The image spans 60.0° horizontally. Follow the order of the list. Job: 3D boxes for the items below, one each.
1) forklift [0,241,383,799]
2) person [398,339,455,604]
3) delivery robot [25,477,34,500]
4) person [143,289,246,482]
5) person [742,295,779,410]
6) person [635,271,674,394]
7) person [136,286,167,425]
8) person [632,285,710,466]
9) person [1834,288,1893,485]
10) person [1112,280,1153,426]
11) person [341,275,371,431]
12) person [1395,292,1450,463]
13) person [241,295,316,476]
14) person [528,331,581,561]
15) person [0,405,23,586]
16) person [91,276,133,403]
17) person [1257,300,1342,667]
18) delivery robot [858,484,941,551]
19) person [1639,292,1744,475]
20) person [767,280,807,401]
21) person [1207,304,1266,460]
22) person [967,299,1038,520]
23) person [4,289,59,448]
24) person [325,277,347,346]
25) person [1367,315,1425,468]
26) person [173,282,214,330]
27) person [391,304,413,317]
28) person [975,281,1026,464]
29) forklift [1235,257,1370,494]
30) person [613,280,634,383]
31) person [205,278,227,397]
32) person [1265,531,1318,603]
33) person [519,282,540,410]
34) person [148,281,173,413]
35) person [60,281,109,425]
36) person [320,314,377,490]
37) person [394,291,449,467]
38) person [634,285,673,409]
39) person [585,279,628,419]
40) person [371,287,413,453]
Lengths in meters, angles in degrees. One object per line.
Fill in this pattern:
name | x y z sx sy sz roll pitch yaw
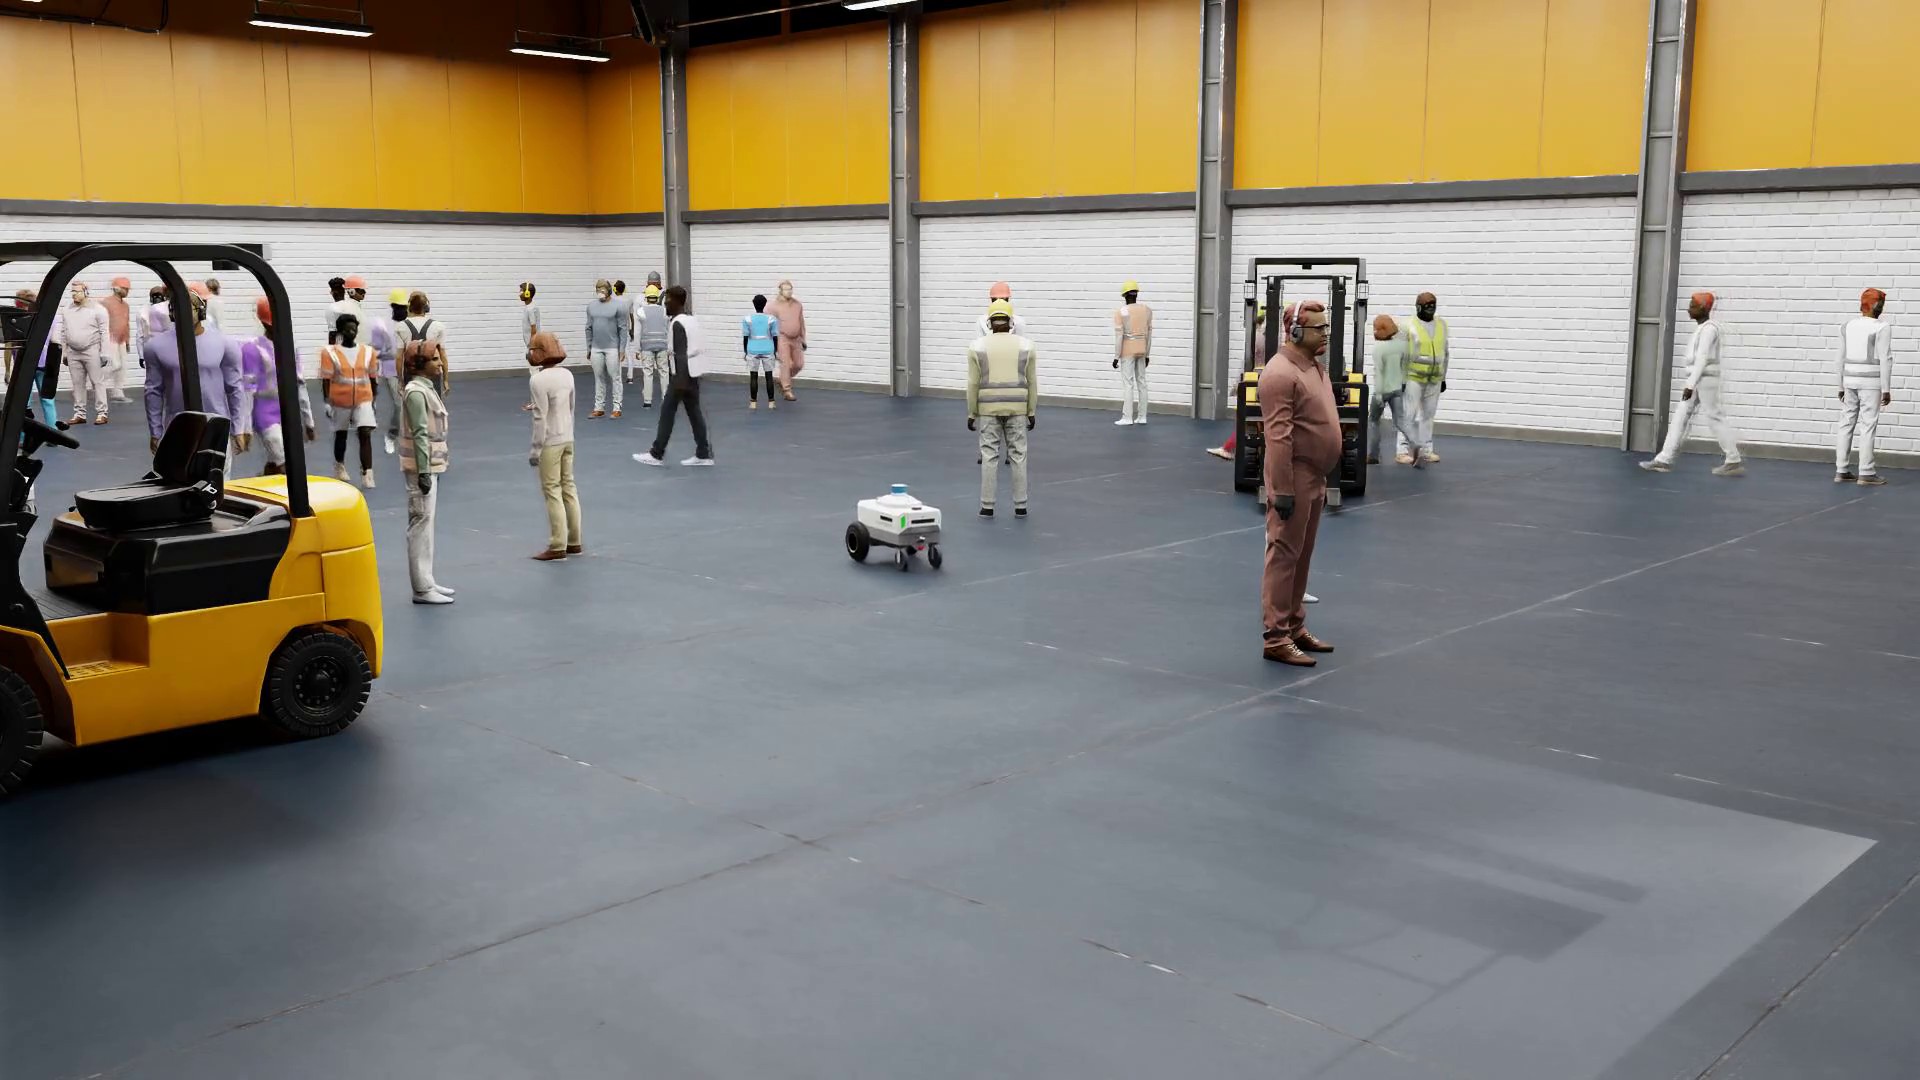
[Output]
forklift | -3.706 -0.171 7.093 1.214 2.155 2.313 9 13 43
person | -3.328 -0.427 10.351 0.315 1.641 0.514 -2 10 -13
delivery robot | -7.814 -0.427 13.388 0.477 0.478 0.707 1 9 6
person | -5.236 -0.748 11.413 0.635 1.937 0.352 -2 10 -14
person | -2.929 -2.750 24.423 0.542 1.695 0.316 -2 9 -9
person | -5.062 -3.439 27.598 0.688 2.000 0.539 -4 10 -22
person | -10.590 -2.442 22.095 0.625 1.844 0.429 -4 10 -23
person | -3.051 -1.712 17.463 0.883 1.885 0.620 0 9 2
person | 8.718 -1.476 16.034 0.355 1.887 0.573 -4 10 -22
person | 2.271 -2.471 22.044 0.587 1.916 0.393 -5 11 -28
person | -7.734 -2.401 21.372 0.388 1.992 0.625 -1 9 -9
person | 4.931 -1.725 17.771 0.630 1.829 0.437 -3 10 -15
person | -4.989 -0.870 12.309 0.767 1.881 0.643 2 9 9
person | -2.897 -0.664 11.833 0.268 1.630 0.507 3 10 17
person | -5.992 -0.445 9.982 0.653 1.830 0.631 6 11 34
person | -12.998 -3.071 25.589 0.597 1.959 0.644 1 9 7
person | 1.805 -0.305 8.797 0.410 1.908 0.643 5 10 27
delivery robot | -0.429 -0.148 11.677 0.477 0.478 0.707 -6 11 -30
person | 7.471 -1.567 16.766 0.981 1.841 0.592 2 9 13
person | -2.736 -3.148 26.248 0.670 1.893 0.550 -8 12 -39
person | 3.120 -1.666 17.732 0.933 1.711 0.535 3 10 18
person | 0.345 -1.073 13.763 0.588 1.822 0.403 -1 9 -4
person | -10.696 -1.964 19.175 0.378 1.839 0.574 9 13 44
person | -8.284 -2.547 22.358 0.364 1.962 0.611 4 10 22
person | 4.492 -1.544 17.299 0.516 1.600 0.761 -5 11 -30
person | -8.347 -1.864 18.287 0.389 1.929 0.557 2 10 15
person | -6.714 -2.095 20.298 0.500 1.725 0.594 -5 11 -30
person | 0.419 -1.765 17.645 0.552 1.937 0.359 2 9 11
forklift | 3.309 -1.629 16.029 1.214 2.155 2.313 2 9 11
person | -6.126 -3.748 30.017 0.538 1.869 0.313 -7 12 -37
person | -12.060 -3.245 26.747 0.642 1.927 0.552 5 11 29
person | 2.032 -0.397 10.172 0.307 1.641 0.514 6 11 31
person | -6.329 -2.849 24.502 0.326 1.874 0.519 -2 9 -11
person | -9.298 -2.146 19.727 0.651 2.014 0.743 -8 12 -40
person | -11.661 -2.483 22.147 0.638 1.909 0.408 0 9 3
person | -5.824 -1.329 15.864 0.535 1.664 0.883 -6 11 -31
person | -5.564 -1.648 17.220 0.520 1.842 0.330 -2 10 -15
person | -4.521 -2.842 24.574 0.590 1.833 0.404 -4 10 -21
person | -4.887 -2.632 22.972 0.627 1.937 0.372 3 10 17
person | -6.226 -1.852 18.382 0.595 1.884 0.966 -9 13 -43
